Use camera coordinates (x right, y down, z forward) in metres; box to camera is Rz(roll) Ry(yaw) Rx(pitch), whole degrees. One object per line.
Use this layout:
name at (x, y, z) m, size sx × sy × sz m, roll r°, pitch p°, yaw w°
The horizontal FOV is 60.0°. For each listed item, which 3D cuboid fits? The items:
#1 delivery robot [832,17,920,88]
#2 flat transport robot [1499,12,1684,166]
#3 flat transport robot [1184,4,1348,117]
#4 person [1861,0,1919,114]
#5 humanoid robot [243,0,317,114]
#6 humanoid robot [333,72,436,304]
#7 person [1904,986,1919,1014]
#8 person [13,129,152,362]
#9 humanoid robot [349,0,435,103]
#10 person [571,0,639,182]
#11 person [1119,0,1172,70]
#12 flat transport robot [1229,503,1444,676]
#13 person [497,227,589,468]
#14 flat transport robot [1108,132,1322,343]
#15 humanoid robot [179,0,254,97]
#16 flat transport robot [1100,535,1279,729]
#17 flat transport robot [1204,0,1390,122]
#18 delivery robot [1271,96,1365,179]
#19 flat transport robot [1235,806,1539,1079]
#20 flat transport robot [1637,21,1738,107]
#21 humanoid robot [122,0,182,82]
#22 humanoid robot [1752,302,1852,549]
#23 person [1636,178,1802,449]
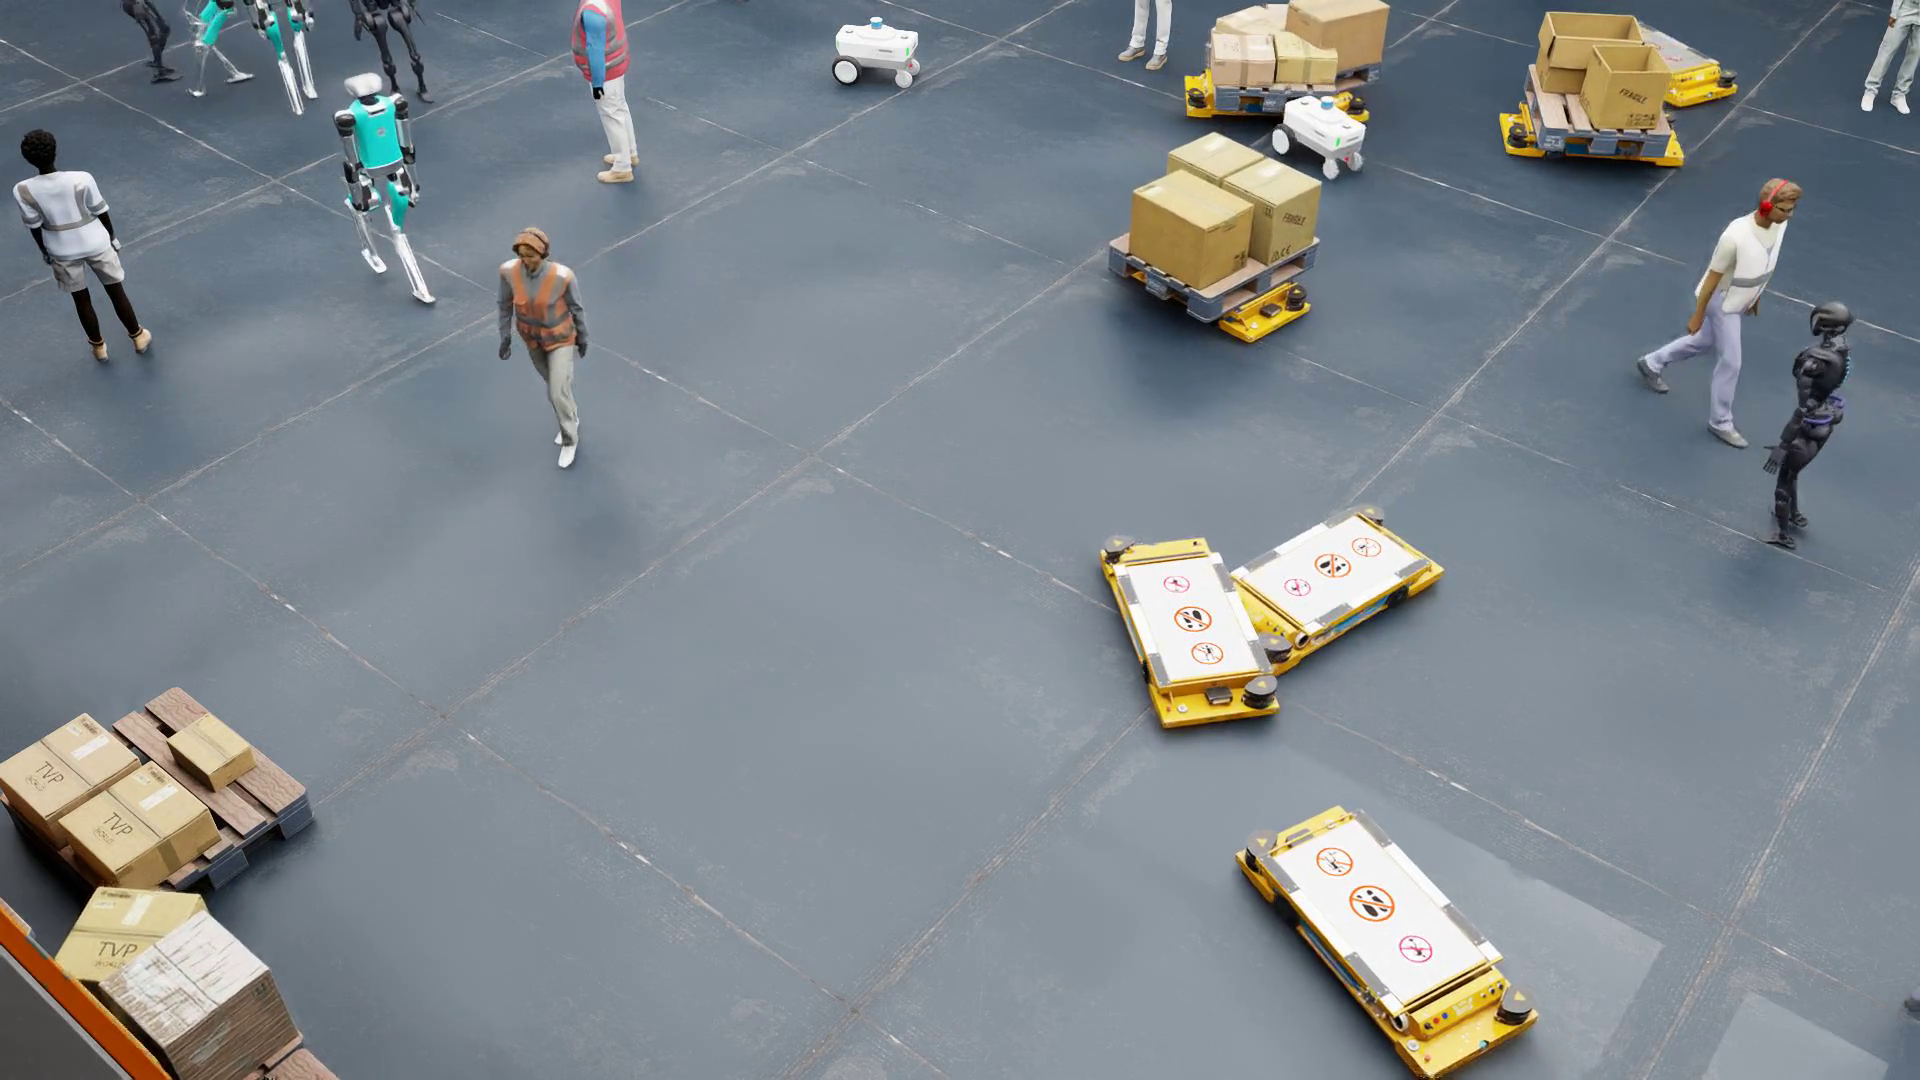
delivery robot at (-0.772, -4.430, 15.077) m, size 0.794 × 0.606 × 0.499 m, roll 9°, pitch 41°, yaw 11°
flat transport robot at (5.363, -3.458, 14.146) m, size 1.431 × 0.231 × 0.659 m, roll 6°, pitch 41°, yaw 6°
flat transport robot at (2.722, -3.952, 14.727) m, size 1.431 × 0.231 × 0.659 m, roll 3°, pitch 40°, yaw 3°
person at (8.213, -4.493, 14.232) m, size 0.484 × 1.737 × 0.323 m, roll 7°, pitch 41°, yaw 9°
humanoid robot at (-5.865, -4.537, 14.330) m, size 0.559 × 1.836 × 0.750 m, roll -16°, pitch 43°, yaw -18°
humanoid robot at (-4.255, -2.592, 12.035) m, size 0.546 × 1.771 × 1.037 m, roll -32°, pitch 50°, yaw -32°
person at (4.599, 1.533, 7.076) m, size 0.408 × 1.851 × 0.578 m, roll -7°, pitch 41°, yaw -8°
person at (-5.991, -1.992, 11.317) m, size 0.529 × 1.697 × 0.321 m, roll -15°, pitch 43°, yaw -17°
humanoid robot at (-4.960, -4.570, 14.369) m, size 0.612 × 1.645 × 0.470 m, roll -23°, pitch 46°, yaw -25°
person at (-2.860, -3.769, 13.310) m, size 0.431 × 1.836 × 0.629 m, roll 0°, pitch 40°, yaw 0°
person at (1.739, -5.184, 14.932) m, size 0.574 × 1.882 × 0.356 m, roll 29°, pitch 48°, yaw 30°
flat transport robot at (2.121, 0.270, 9.760) m, size 1.431 × 0.231 × 0.659 m, roll -26°, pitch 47°, yaw -27°
person at (-2.631, -1.209, 10.456) m, size 0.525 × 1.616 × 0.627 m, roll 12°, pitch 42°, yaw 14°
flat transport robot at (1.844, -1.938, 12.358) m, size 0.659 × 0.231 × 1.431 m, roll -29°, pitch 48°, yaw -30°
humanoid robot at (-6.646, -4.719, 14.579) m, size 0.809 × 1.890 × 0.552 m, roll -18°, pitch 44°, yaw -20°
flat transport robot at (1.292, 0.477, 9.517) m, size 0.659 × 0.231 × 1.431 m, roll -7°, pitch 41°, yaw -8°
flat transport robot at (2.943, -4.031, 14.820) m, size 0.659 × 0.231 × 1.431 m, roll -18°, pitch 44°, yaw -20°
delivery robot at (3.007, -3.404, 13.873) m, size 0.499 × 0.608 × 0.797 m, roll -23°, pitch 45°, yaw -24°
flat transport robot at (2.001, 1.850, 7.902) m, size 0.659 × 0.231 × 1.431 m, roll -20°, pitch 44°, yaw -22°
flat transport robot at (6.350, -4.385, 15.237) m, size 0.659 × 0.231 × 1.431 m, roll -17°, pitch 43°, yaw -19°
humanoid robot at (-7.298, -4.866, 14.709) m, size 0.331 × 1.648 × 0.595 m, roll -9°, pitch 41°, yaw -11°
humanoid robot at (4.977, -0.661, 9.781) m, size 0.400 × 1.637 × 0.610 m, roll 30°, pitch 49°, yaw 31°
person at (4.935, -1.555, 10.730) m, size 0.567 × 1.799 × 0.924 m, roll -27°, pitch 47°, yaw -28°
